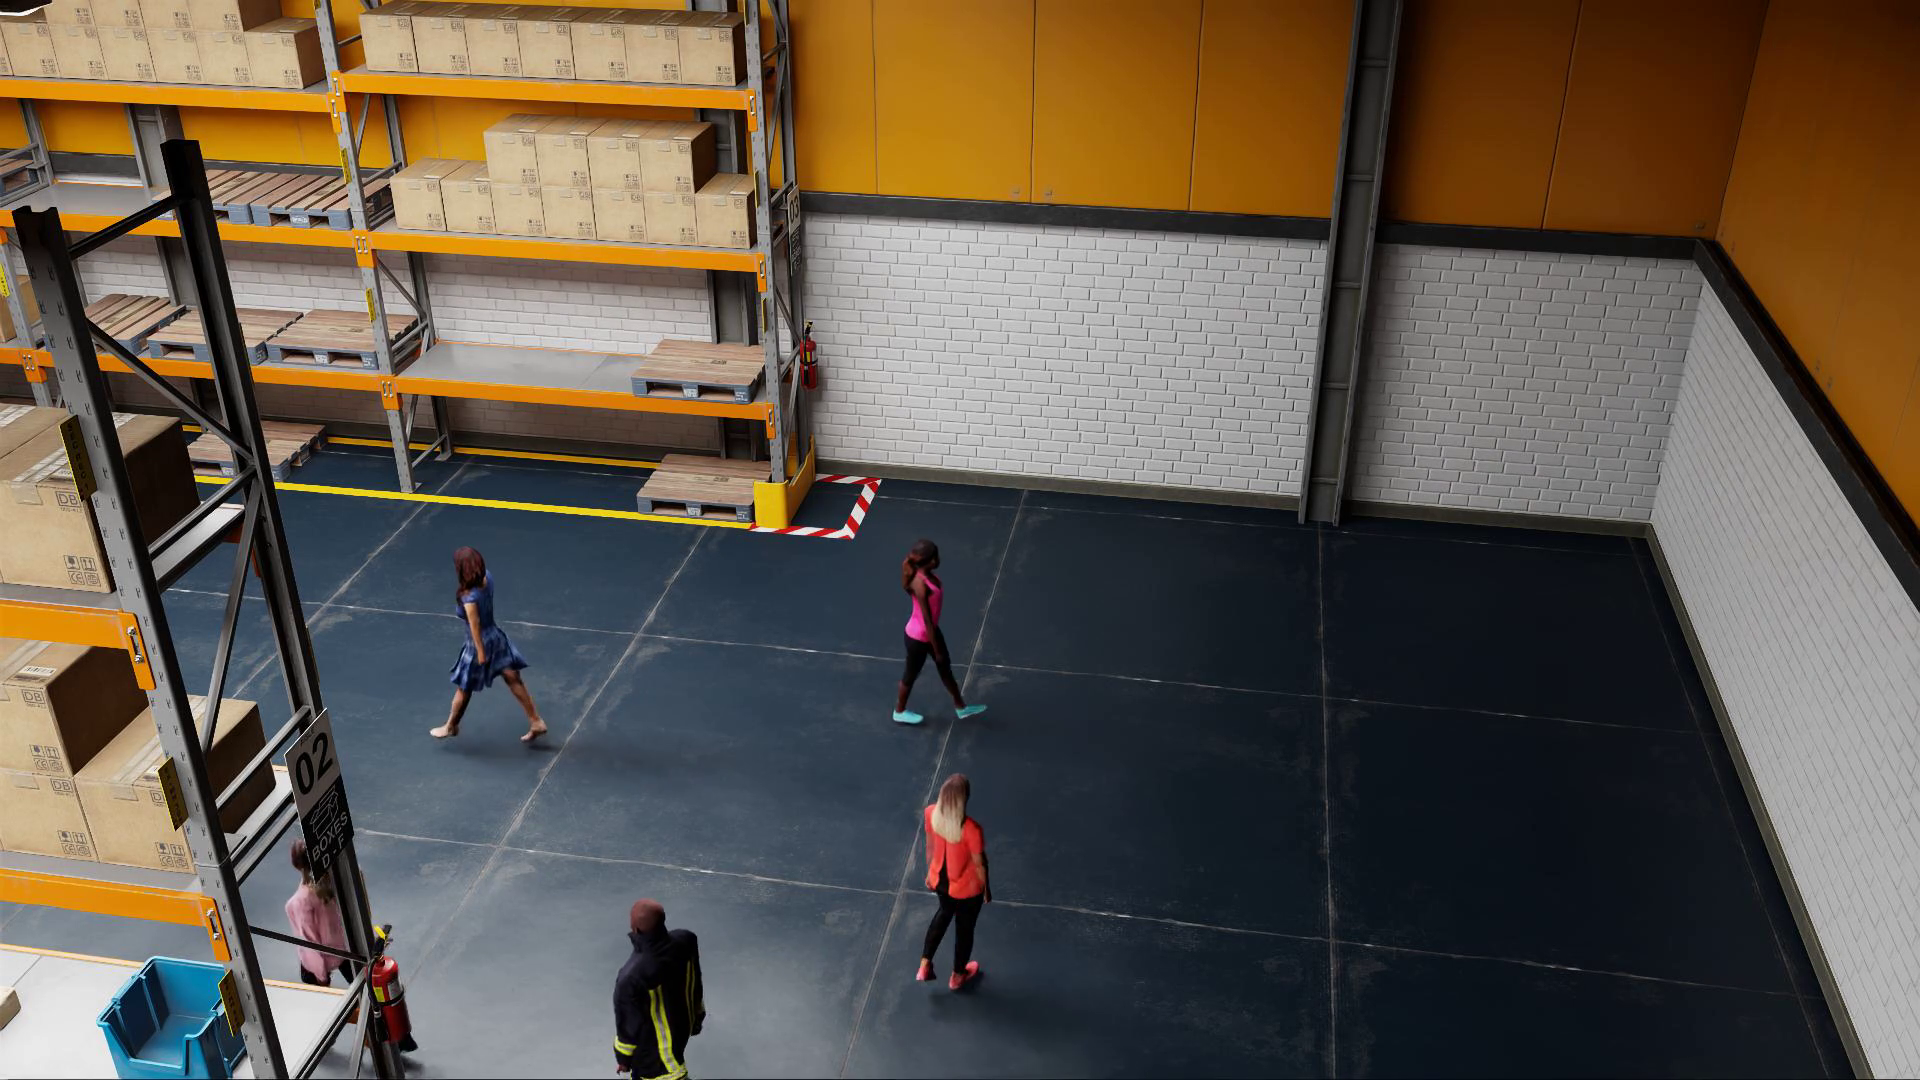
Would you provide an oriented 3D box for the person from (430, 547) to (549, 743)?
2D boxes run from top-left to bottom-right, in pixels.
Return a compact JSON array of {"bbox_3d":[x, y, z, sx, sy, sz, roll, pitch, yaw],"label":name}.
[{"bbox_3d":[-3.599,0.885,12.888,1.175,1.746,0.688,3,29,5],"label":"person"}]

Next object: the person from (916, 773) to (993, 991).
[{"bbox_3d":[-0.076,2.223,10.503,0.799,1.681,0.828,21,35,33],"label":"person"}]

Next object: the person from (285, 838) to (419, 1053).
[{"bbox_3d":[-3.705,2.496,10.032,1.147,1.653,0.745,10,30,18],"label":"person"}]

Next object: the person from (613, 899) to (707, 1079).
[{"bbox_3d":[-1.629,2.790,9.354,1.291,1.787,1.035,17,33,28],"label":"person"}]

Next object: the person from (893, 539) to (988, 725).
[{"bbox_3d":[-0.383,0.756,13.179,0.976,1.695,0.593,6,29,10],"label":"person"}]
